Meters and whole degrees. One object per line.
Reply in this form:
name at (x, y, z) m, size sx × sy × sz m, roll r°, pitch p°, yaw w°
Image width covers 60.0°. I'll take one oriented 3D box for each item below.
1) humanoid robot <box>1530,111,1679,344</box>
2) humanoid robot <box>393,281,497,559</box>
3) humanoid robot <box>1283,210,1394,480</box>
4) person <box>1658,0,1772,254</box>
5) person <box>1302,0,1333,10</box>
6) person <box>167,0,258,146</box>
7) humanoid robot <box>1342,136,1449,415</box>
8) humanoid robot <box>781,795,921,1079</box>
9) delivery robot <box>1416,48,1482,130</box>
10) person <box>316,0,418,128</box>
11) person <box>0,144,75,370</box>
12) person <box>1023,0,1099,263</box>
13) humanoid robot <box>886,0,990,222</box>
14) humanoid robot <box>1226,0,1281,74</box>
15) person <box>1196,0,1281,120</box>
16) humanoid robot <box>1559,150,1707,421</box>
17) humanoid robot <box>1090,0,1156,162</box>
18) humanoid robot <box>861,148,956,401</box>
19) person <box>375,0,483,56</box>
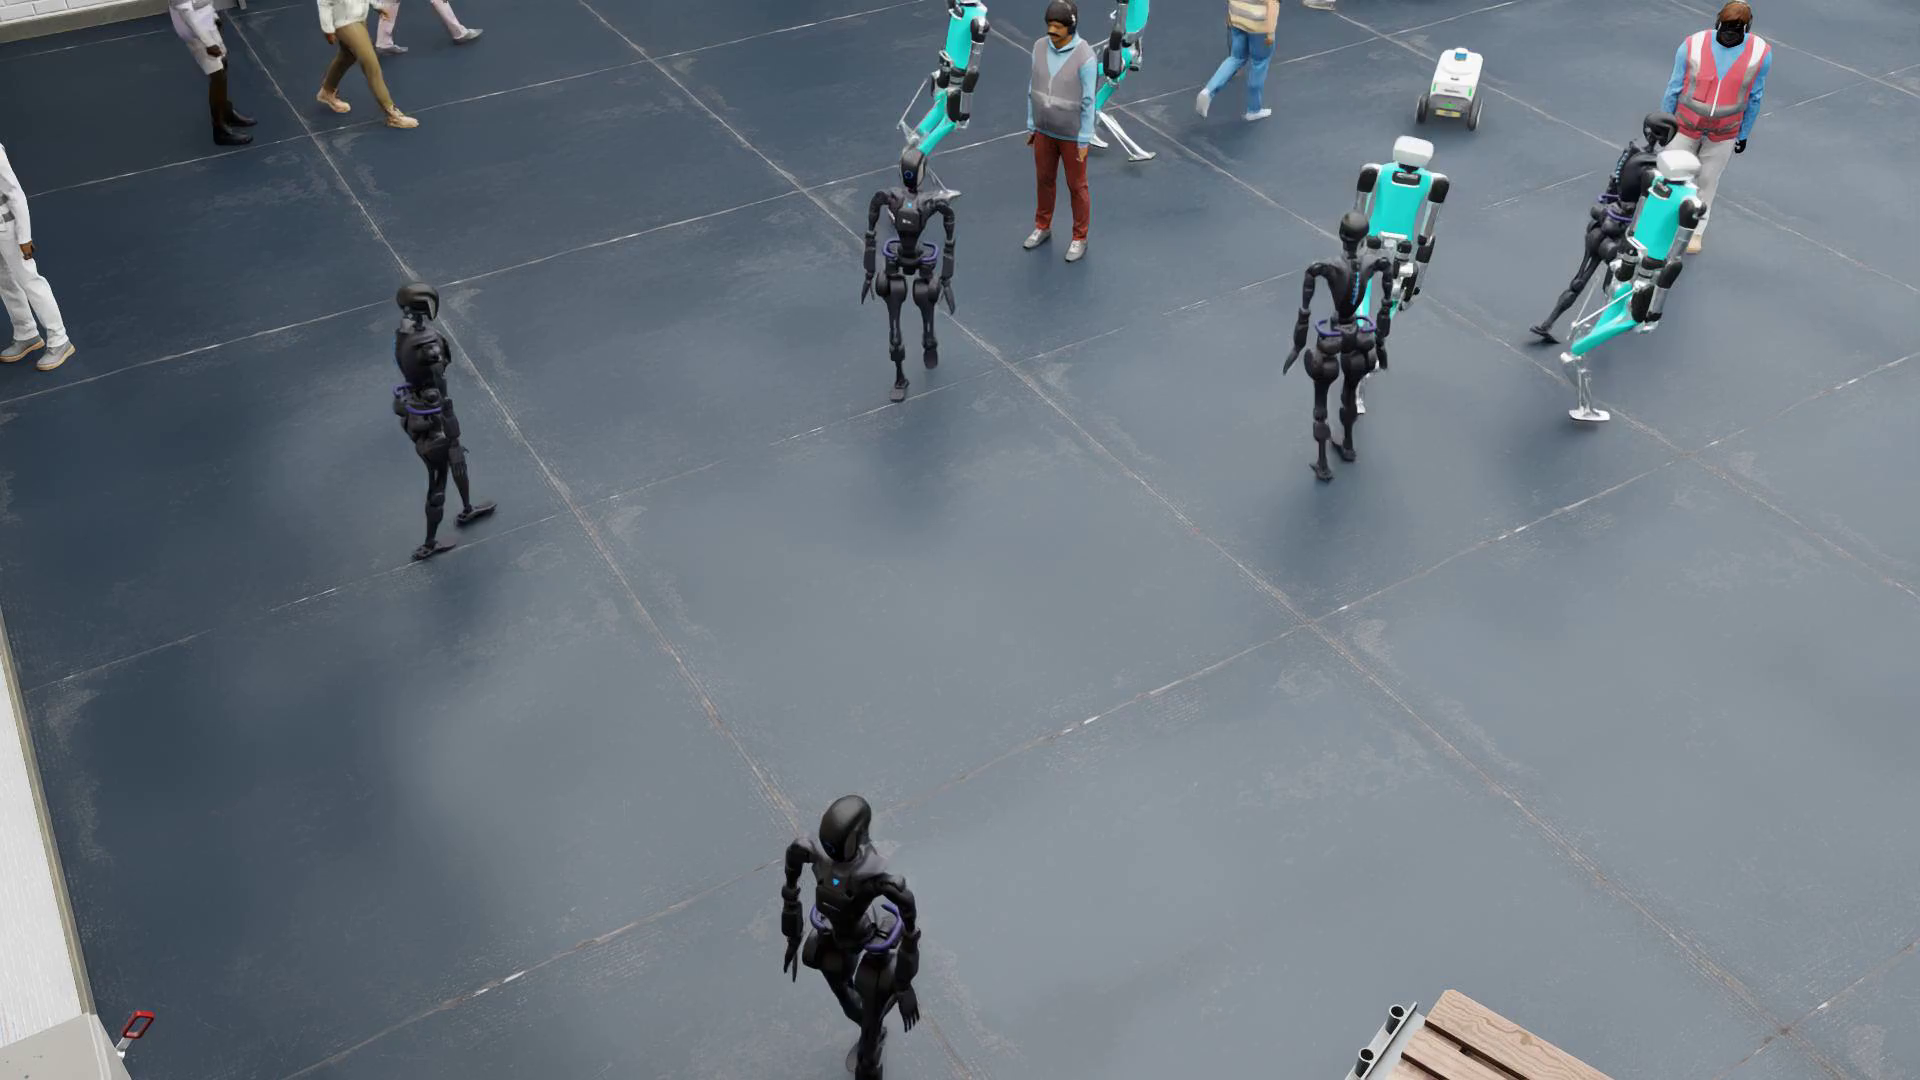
humanoid robot at (4.199, -2.009, 10.764) m, size 0.775 × 1.628 × 0.608 m, roll -2°, pitch 38°, yaw -3°
humanoid robot at (-2.830, -0.658, 9.001) m, size 0.598 × 1.632 × 0.609 m, roll -25°, pitch 45°, yaw -28°
humanoid robot at (2.189, -1.112, 9.575) m, size 0.616 × 1.660 × 0.410 m, roll -6°, pitch 39°, yaw -7°
person at (5.231, -2.895, 11.692) m, size 0.628 × 1.835 × 0.431 m, roll 13°, pitch 40°, yaw 16°
person at (3.385, -5.963, 15.550) m, size 0.620 × 1.857 × 0.582 m, roll 17°, pitch 41°, yaw 20°
person at (-5.974, -4.040, 13.092) m, size 0.373 × 1.881 × 0.614 m, roll -2°, pitch 38°, yaw -3°
humanoid robot at (2.550, -1.500, 10.008) m, size 0.568 × 1.742 × 0.997 m, roll 6°, pitch 39°, yaw 7°
humanoid robot at (-0.417, 1.569, 6.188) m, size 0.590 × 1.638 × 0.637 m, roll 16°, pitch 41°, yaw 19°
delivery robot at (4.118, -3.785, 13.834) m, size 0.499 × 0.590 × 0.793 m, roll 13°, pitch 40°, yaw 15°
person at (-4.979, -4.197, 13.415) m, size 0.929 × 1.722 × 0.519 m, roll 8°, pitch 39°, yaw 10°
person at (-6.079, -1.950, 10.452) m, size 0.583 × 1.882 × 0.345 m, roll 13°, pitch 40°, yaw 16°
person at (0.714, -2.872, 11.632) m, size 0.527 × 1.870 × 0.416 m, roll 23°, pitch 44°, yaw 26°
humanoid robot at (-0.262, -3.133, 12.115) m, size 0.933 × 1.823 × 0.567 m, roll -15°, pitch 41°, yaw -18°
humanoid robot at (2.452, -4.776, 14.198) m, size 0.610 × 1.669 × 0.377 m, roll 4°, pitch 39°, yaw 5°
person at (2.296, -4.158, 13.382) m, size 0.668 × 1.701 × 0.509 m, roll -25°, pitch 45°, yaw -28°
humanoid robot at (3.855, -1.404, 9.944) m, size 0.762 × 1.868 × 0.555 m, roll -7°, pitch 39°, yaw -9°
humanoid robot at (1.150, -3.749, 12.821) m, size 0.963 × 1.739 × 0.547 m, roll 19°, pitch 42°, yaw 23°
humanoid robot at (-0.306, -1.667, 10.261) m, size 0.600 × 1.640 × 0.488 m, roll 5°, pitch 39°, yaw 6°
person at (-4.841, -5.158, 14.568) m, size 0.971 × 1.794 × 0.566 m, roll -28°, pitch 46°, yaw -30°
